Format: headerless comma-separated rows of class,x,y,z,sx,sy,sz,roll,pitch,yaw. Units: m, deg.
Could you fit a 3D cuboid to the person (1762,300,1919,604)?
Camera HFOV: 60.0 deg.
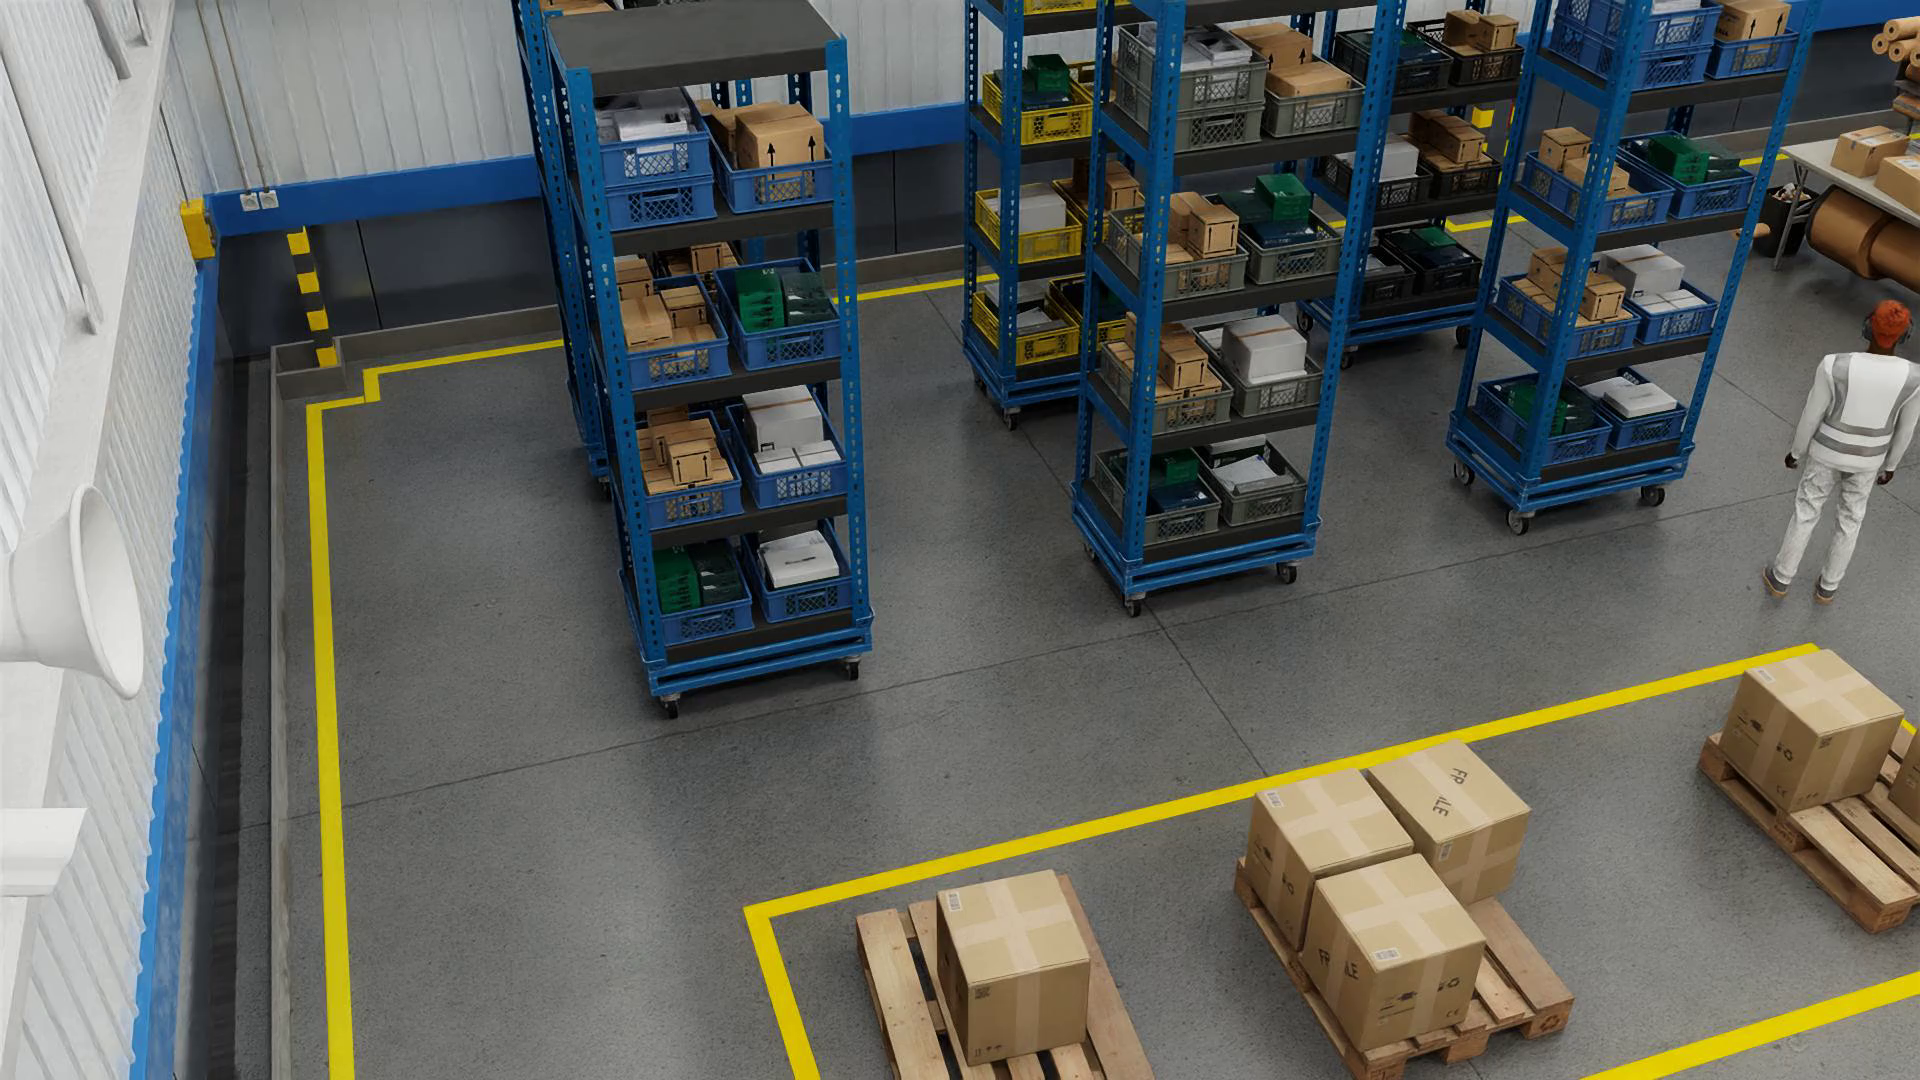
person,4.961,-0.476,9.327,0.573,1.887,0.355,11,37,15
